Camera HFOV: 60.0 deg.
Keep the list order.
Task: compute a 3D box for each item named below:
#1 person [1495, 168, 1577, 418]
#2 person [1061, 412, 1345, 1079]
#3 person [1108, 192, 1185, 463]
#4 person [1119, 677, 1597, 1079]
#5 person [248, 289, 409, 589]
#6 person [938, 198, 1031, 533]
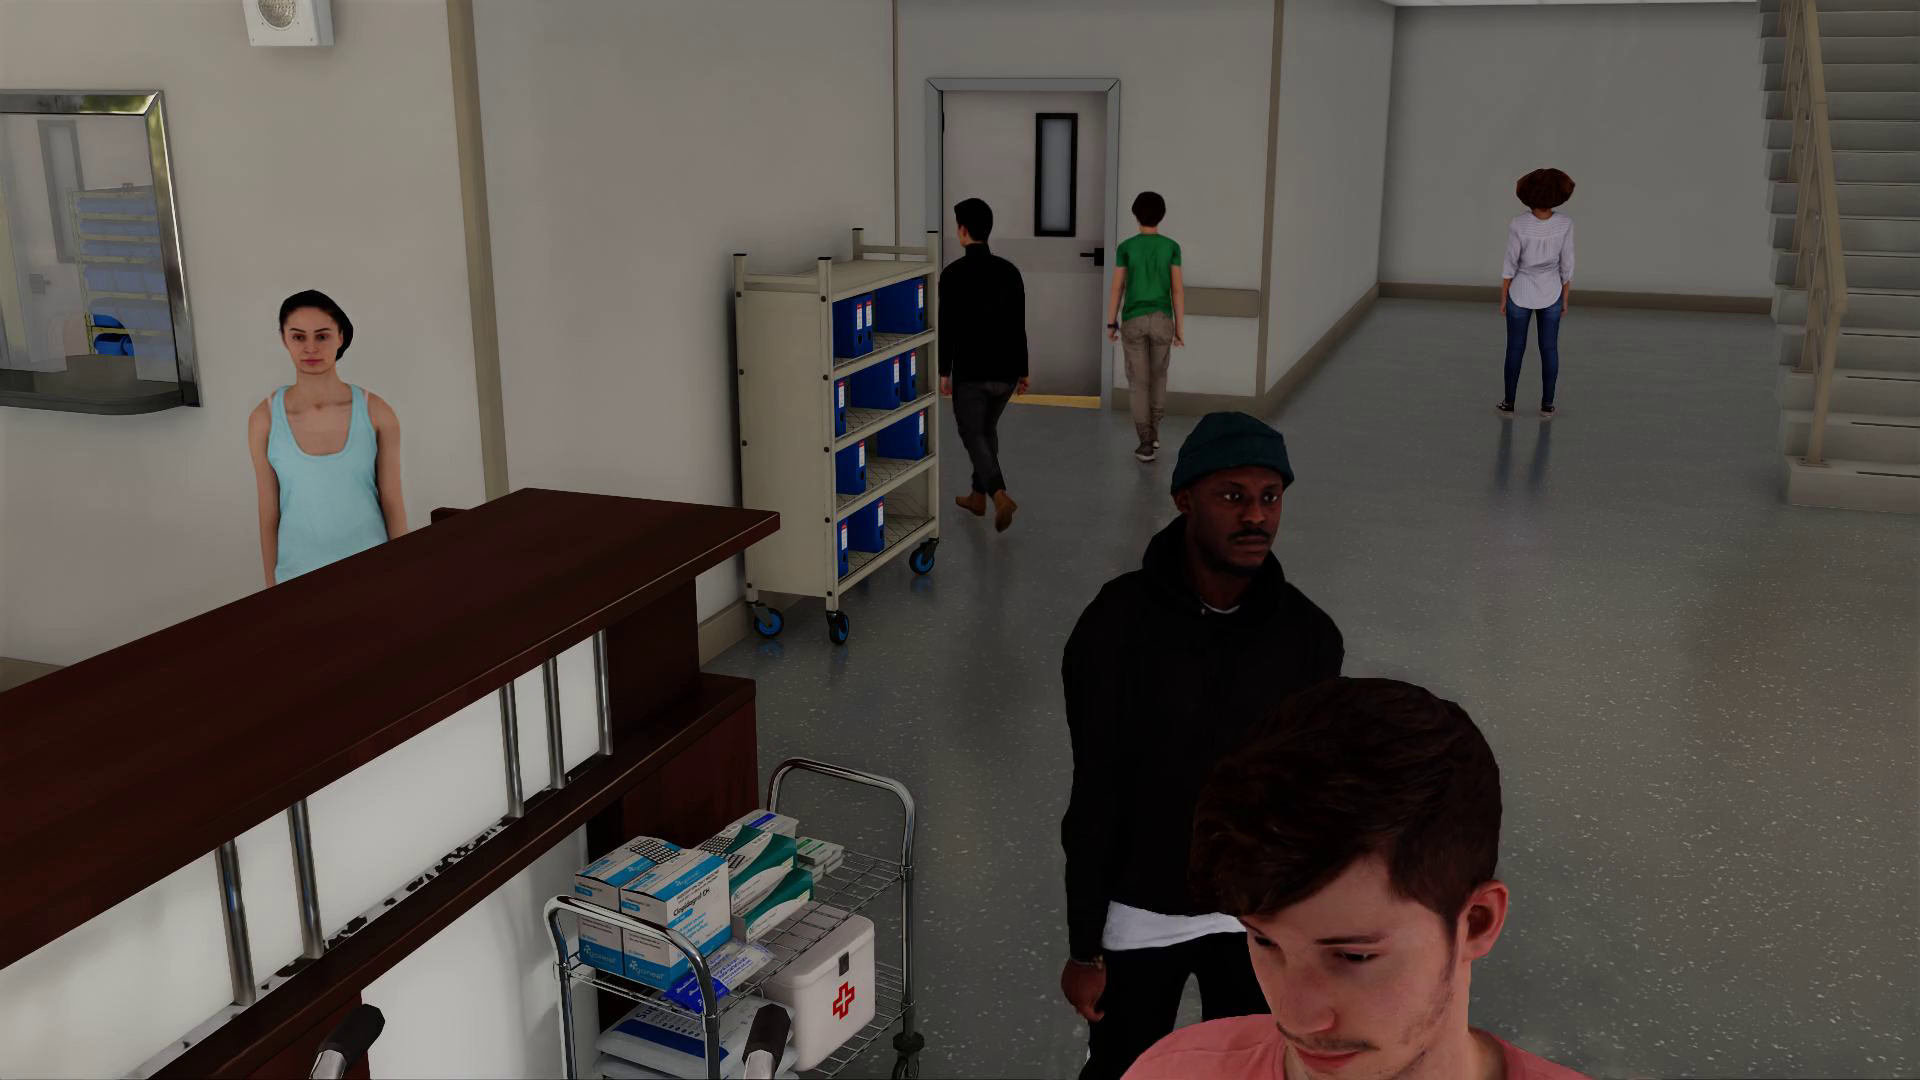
[{"bbox_3d":[4.022,-1.731,11.616,0.670,1.714,0.646,3,16,12],"label":"person"},{"bbox_3d":[0.390,0.640,3.055,0.956,1.794,1.163,-2,16,-7],"label":"person"},{"bbox_3d":[1.162,-1.289,10.182,0.737,1.641,0.783,-1,16,-4],"label":"person"},{"bbox_3d":[0.362,1.006,1.515,0.751,1.926,1.173,3,16,9],"label":"person"},{"bbox_3d":[-1.806,0.153,4.840,0.653,1.763,0.694,-5,16,-17],"label":"person"},{"bbox_3d":[0.156,-0.876,8.619,1.071,1.694,1.112,-8,17,-25],"label":"person"}]
